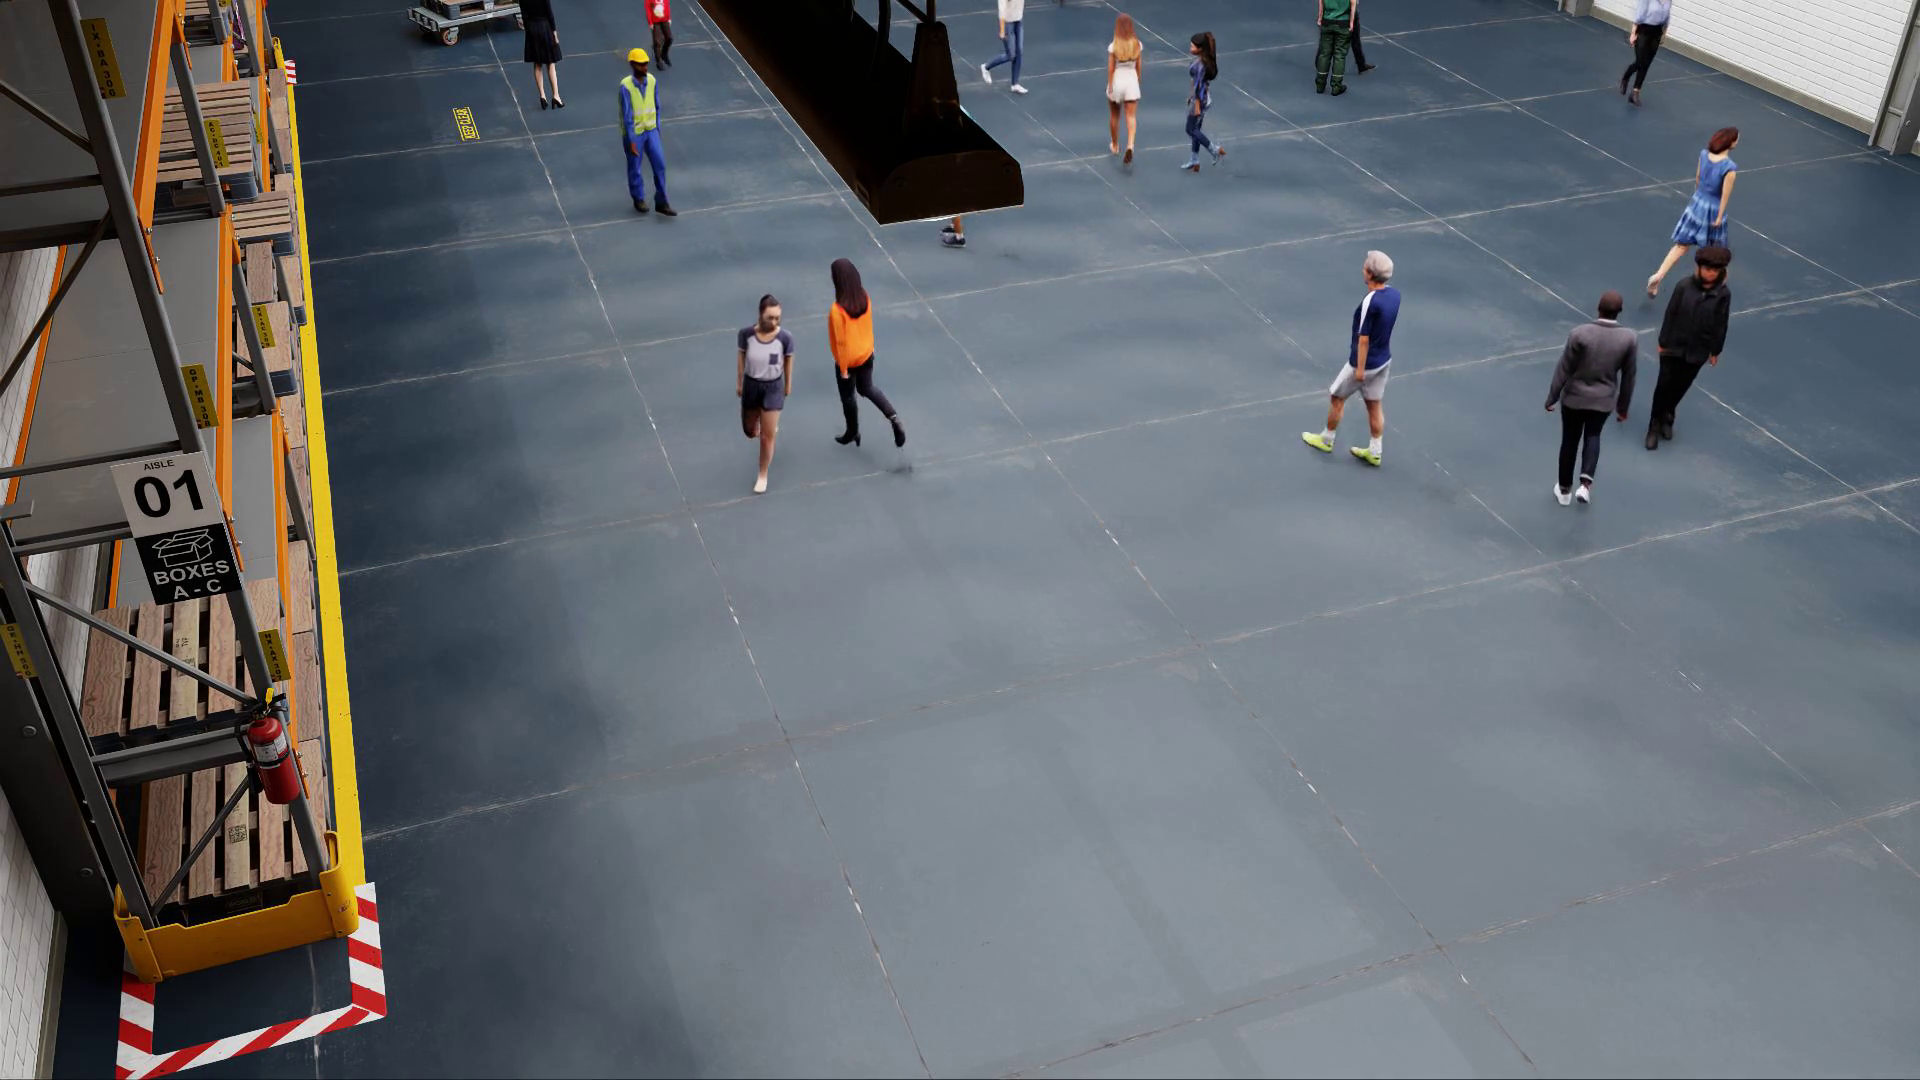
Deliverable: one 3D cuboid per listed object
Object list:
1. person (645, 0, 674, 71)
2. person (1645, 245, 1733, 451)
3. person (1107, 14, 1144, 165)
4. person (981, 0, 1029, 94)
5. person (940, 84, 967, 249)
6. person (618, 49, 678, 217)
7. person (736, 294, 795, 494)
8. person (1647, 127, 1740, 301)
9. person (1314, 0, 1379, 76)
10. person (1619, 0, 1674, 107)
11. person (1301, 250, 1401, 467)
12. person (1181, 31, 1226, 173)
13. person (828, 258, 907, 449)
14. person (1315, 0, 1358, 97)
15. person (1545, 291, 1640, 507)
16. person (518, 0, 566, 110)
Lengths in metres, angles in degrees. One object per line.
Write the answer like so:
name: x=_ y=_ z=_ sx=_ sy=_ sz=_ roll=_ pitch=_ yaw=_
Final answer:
person: x=-4.038 y=-6.925 z=22.139 sx=0.563 sy=1.275 sz=0.579 roll=-22 pitch=39 yaw=-29
person: x=6.018 y=-1.657 z=13.779 sx=0.838 sy=1.756 sz=0.920 roll=6 pitch=34 yaw=9
person: x=1.901 y=-5.163 z=19.127 sx=0.753 sy=1.673 sz=1.077 roll=-3 pitch=34 yaw=-4
person: x=0.580 y=-6.555 z=21.192 sx=0.990 sy=1.705 sz=0.884 roll=21 pitch=39 yaw=28
person: x=-0.021 y=-3.839 z=17.059 sx=0.814 sy=1.759 sz=0.771 roll=21 pitch=39 yaw=28
person: x=-3.471 y=-4.390 z=17.861 sx=0.848 sy=1.787 sz=1.007 roll=-22 pitch=39 yaw=-29
person: x=-1.548 y=-1.204 z=13.223 sx=0.881 sy=1.616 sz=1.008 roll=7 pitch=34 yaw=10
person: x=7.035 y=-3.057 z=15.868 sx=0.819 sy=1.775 sz=1.065 roll=-17 pitch=37 yaw=-24
person: x=4.974 y=-6.961 z=21.784 sx=1.221 sy=1.728 sz=1.066 roll=-14 pitch=36 yaw=-21
person: x=8.570 y=-6.320 z=20.848 sx=0.687 sy=1.695 sz=0.714 roll=-8 pitch=34 yaw=-12
person: x=3.353 y=-1.409 z=13.357 sx=1.043 sy=1.809 sz=0.900 roll=28 pitch=42 yaw=35
person: x=2.792 y=-4.955 z=18.868 sx=0.862 sy=1.614 sz=0.820 roll=8 pitch=34 yaw=12
person: x=-0.792 y=-1.443 z=13.486 sx=1.070 sy=1.724 sz=0.972 roll=20 pitch=38 yaw=27
person: x=4.789 y=-6.599 z=21.135 sx=0.735 sy=1.843 sz=0.804 roll=17 pitch=37 yaw=23
person: x=4.827 y=-1.016 z=12.772 sx=0.895 sy=1.802 sz=0.910 roll=7 pitch=34 yaw=10
person: x=-5.211 y=-6.243 z=20.685 sx=0.693 sy=1.747 sz=0.716 roll=5 pitch=34 yaw=8
